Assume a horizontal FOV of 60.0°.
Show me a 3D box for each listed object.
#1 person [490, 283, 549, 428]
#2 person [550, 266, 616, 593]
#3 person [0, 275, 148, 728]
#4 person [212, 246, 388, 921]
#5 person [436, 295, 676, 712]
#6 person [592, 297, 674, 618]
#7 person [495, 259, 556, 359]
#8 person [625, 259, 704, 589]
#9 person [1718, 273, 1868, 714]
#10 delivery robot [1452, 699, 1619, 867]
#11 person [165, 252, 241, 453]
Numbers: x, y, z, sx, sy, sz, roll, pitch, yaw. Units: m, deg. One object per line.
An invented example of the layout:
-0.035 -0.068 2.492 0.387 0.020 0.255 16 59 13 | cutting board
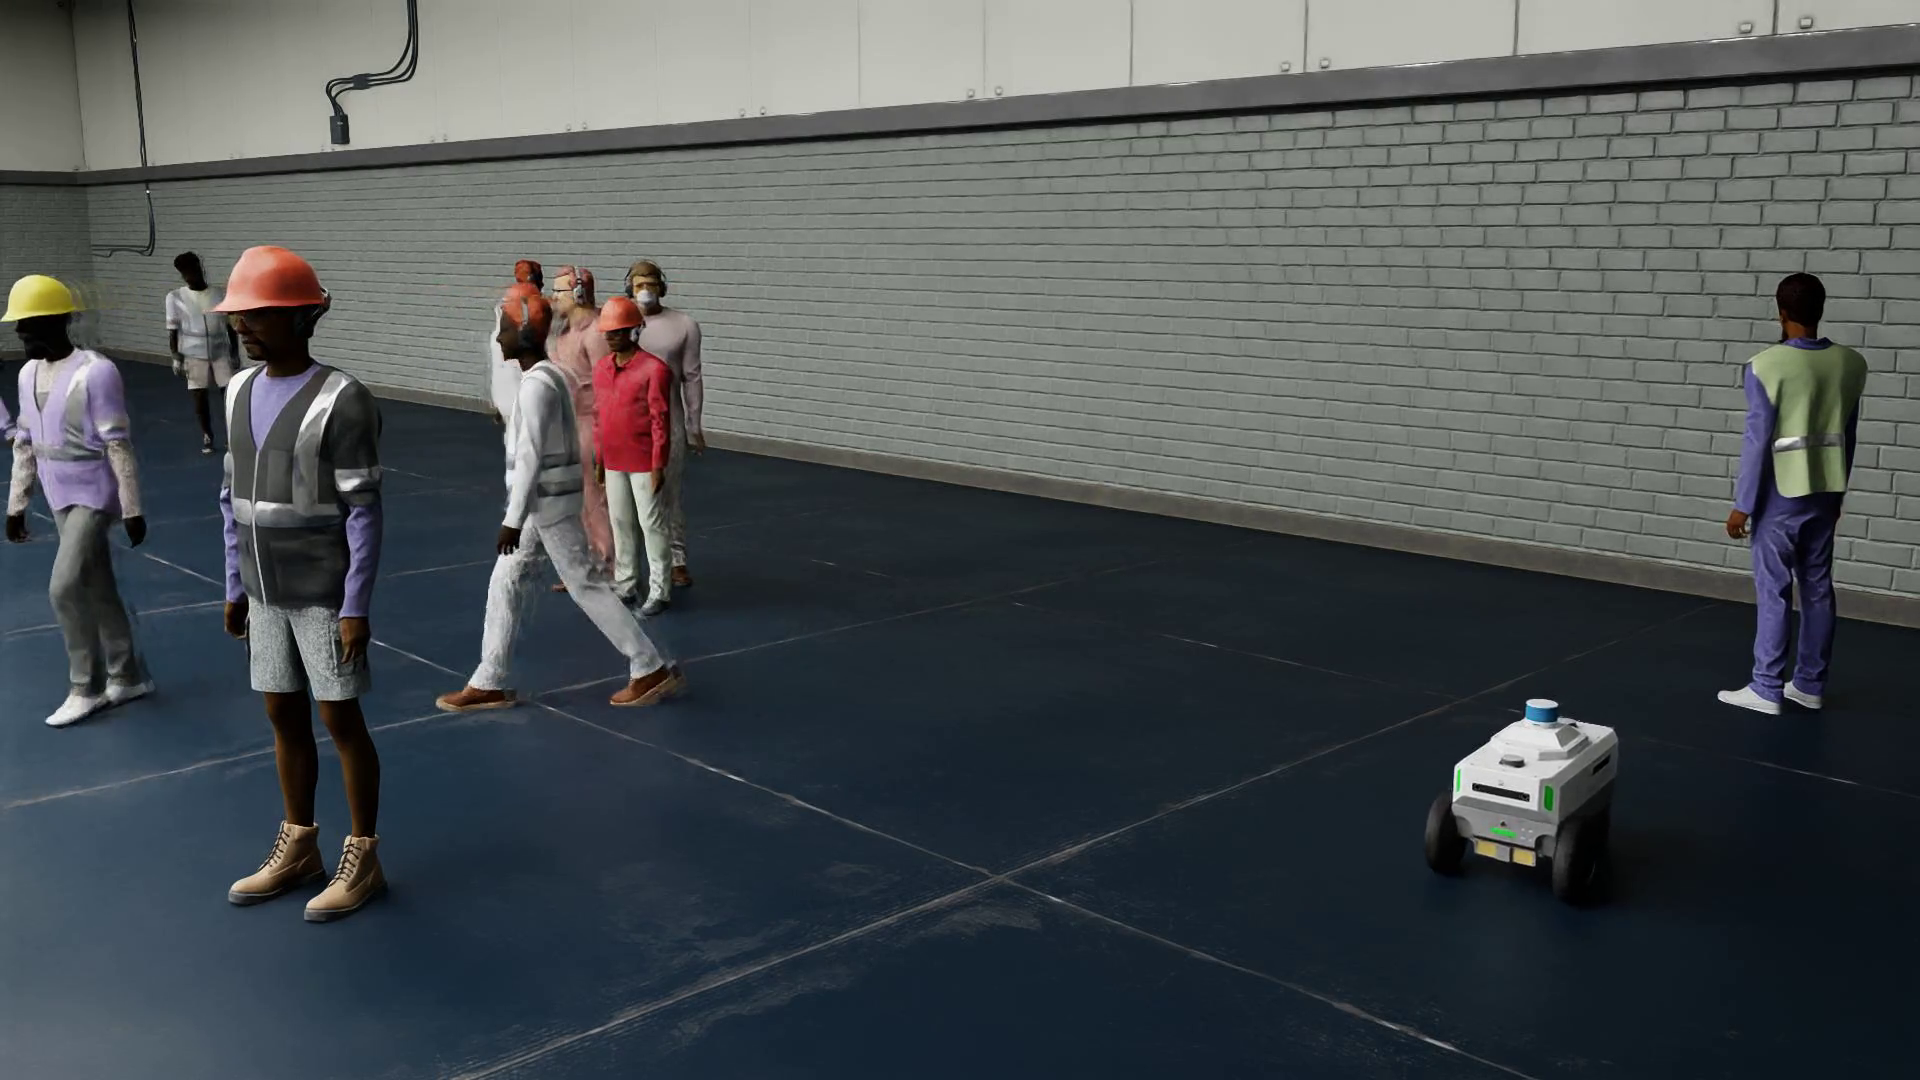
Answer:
-3.088 -0.964 11.915 0.596 1.735 0.444 9 14 41 | person
-2.150 -0.597 9.470 0.403 1.906 0.652 -6 12 -29 | person
-3.836 -0.163 7.094 0.619 1.900 0.694 6 12 31 | person
-2.022 0.141 5.070 0.608 2.044 0.371 5 12 26 | person
-1.752 -0.147 7.238 1.020 1.834 0.573 -3 11 -17 | person
-1.811 -0.450 9.097 0.565 1.745 0.348 7 13 34 | person
-3.416 -1.280 13.249 0.573 1.885 0.356 6 12 29 | person
-1.825 -0.677 9.819 0.629 1.939 0.367 -3 11 -15 | person
3.621 -0.190 7.226 0.589 1.915 0.398 -3 11 -16 | person
1.899 0.766 5.465 0.477 0.478 0.707 8 13 37 | delivery robot
-7.193 -1.777 15.843 0.641 1.923 0.474 -7 12 -32 | person
